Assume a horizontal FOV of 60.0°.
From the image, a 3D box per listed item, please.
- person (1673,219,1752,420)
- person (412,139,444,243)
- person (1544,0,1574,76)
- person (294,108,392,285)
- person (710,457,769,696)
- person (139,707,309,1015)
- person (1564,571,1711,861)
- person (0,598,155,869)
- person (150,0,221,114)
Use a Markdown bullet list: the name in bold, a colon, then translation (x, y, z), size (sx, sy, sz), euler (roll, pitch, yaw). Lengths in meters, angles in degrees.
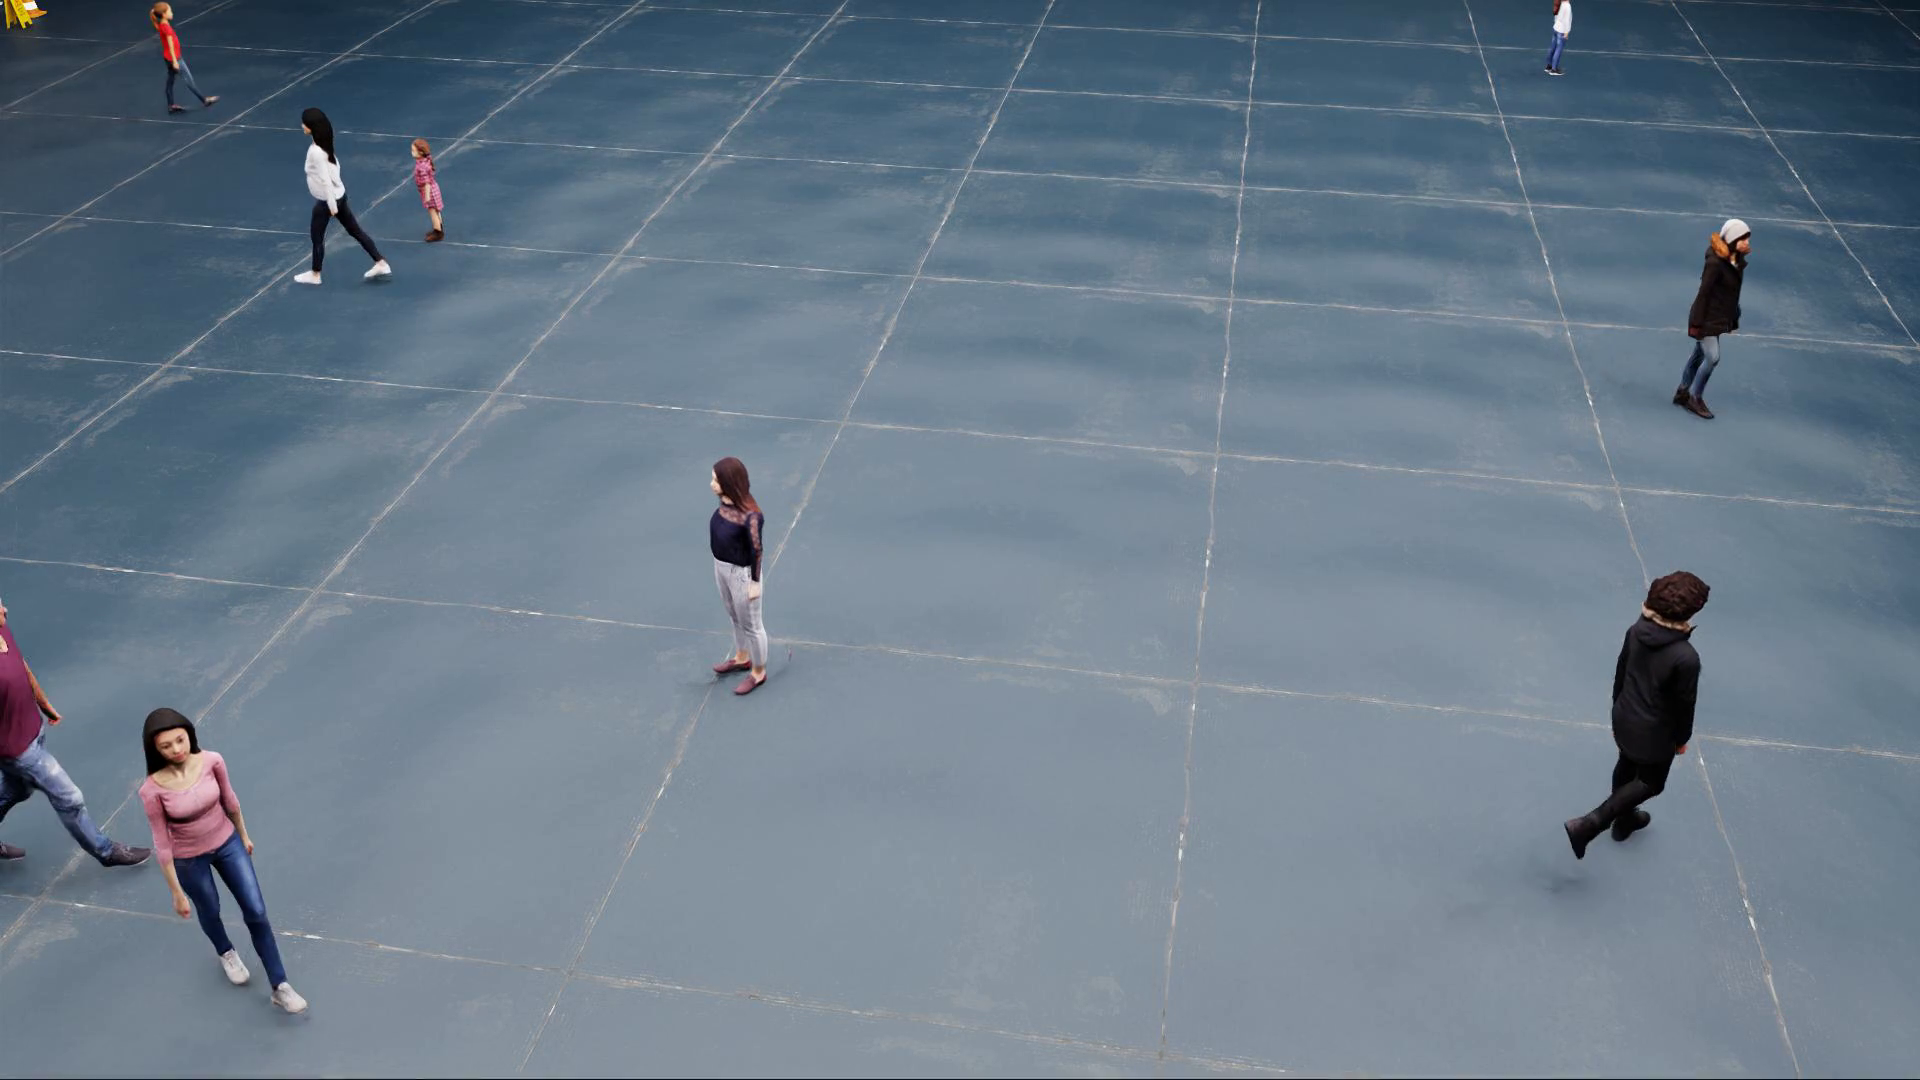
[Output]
- **person**: translation (5.935, -1.802, 13.273), size (0.790, 1.627, 0.845), euler (-24, 40, -33)
- **person**: translation (-5.267, -3.474, 16.491), size (0.510, 1.021, 0.486), euler (-5, 33, -9)
- **person**: translation (7.684, -6.542, 21.268), size (0.538, 1.112, 0.506), euler (-5, 33, -8)
- **person**: translation (-5.720, -3.144, 15.372), size (1.181, 1.656, 0.853), euler (-4, 33, -7)
- **person**: translation (-1.358, 0.209, 10.102), size (0.727, 1.608, 0.671), euler (-20, 37, -28)
- **person**: translation (-3.648, 1.478, 7.986), size (0.927, 1.719, 1.044), euler (-27, 41, -36)
- **person**: translation (3.572, 0.973, 8.744), size (1.087, 1.765, 0.950), euler (-14, 35, -21)
- **person**: translation (-4.990, 1.031, 8.614), size (1.287, 1.805, 0.966), euler (-6, 33, -10)
- **person**: translation (-9.439, -5.722, 19.802), size (0.868, 1.291, 0.815), euler (-21, 38, -30)
